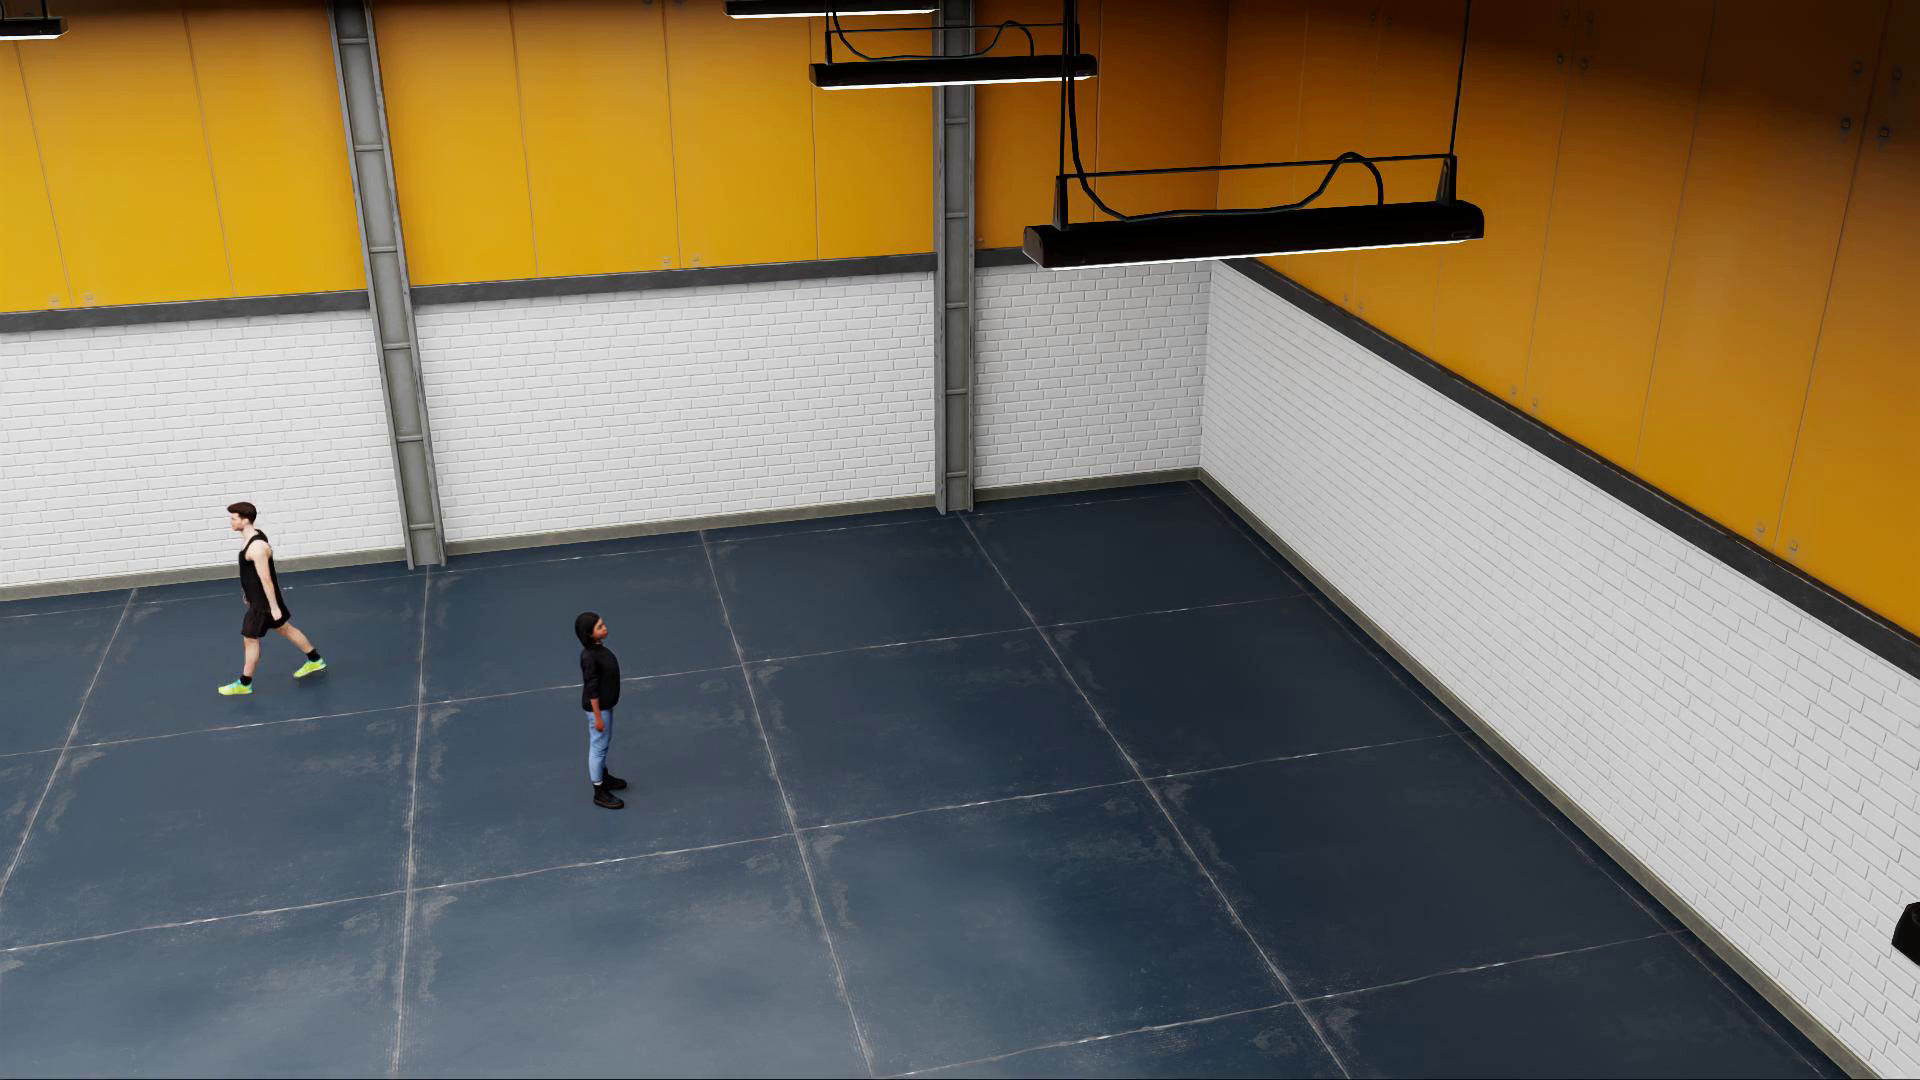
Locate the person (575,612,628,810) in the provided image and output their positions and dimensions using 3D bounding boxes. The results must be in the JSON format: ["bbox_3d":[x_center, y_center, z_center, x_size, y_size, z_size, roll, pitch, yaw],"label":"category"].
[{"bbox_3d":[-2.959,1.367,13.613,0.597,1.701,0.612,-1,24,-3],"label":"person"}]

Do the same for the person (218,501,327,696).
[{"bbox_3d":[-6.342,0.523,15.368,1.259,1.843,0.881,-12,26,-25],"label":"person"}]
